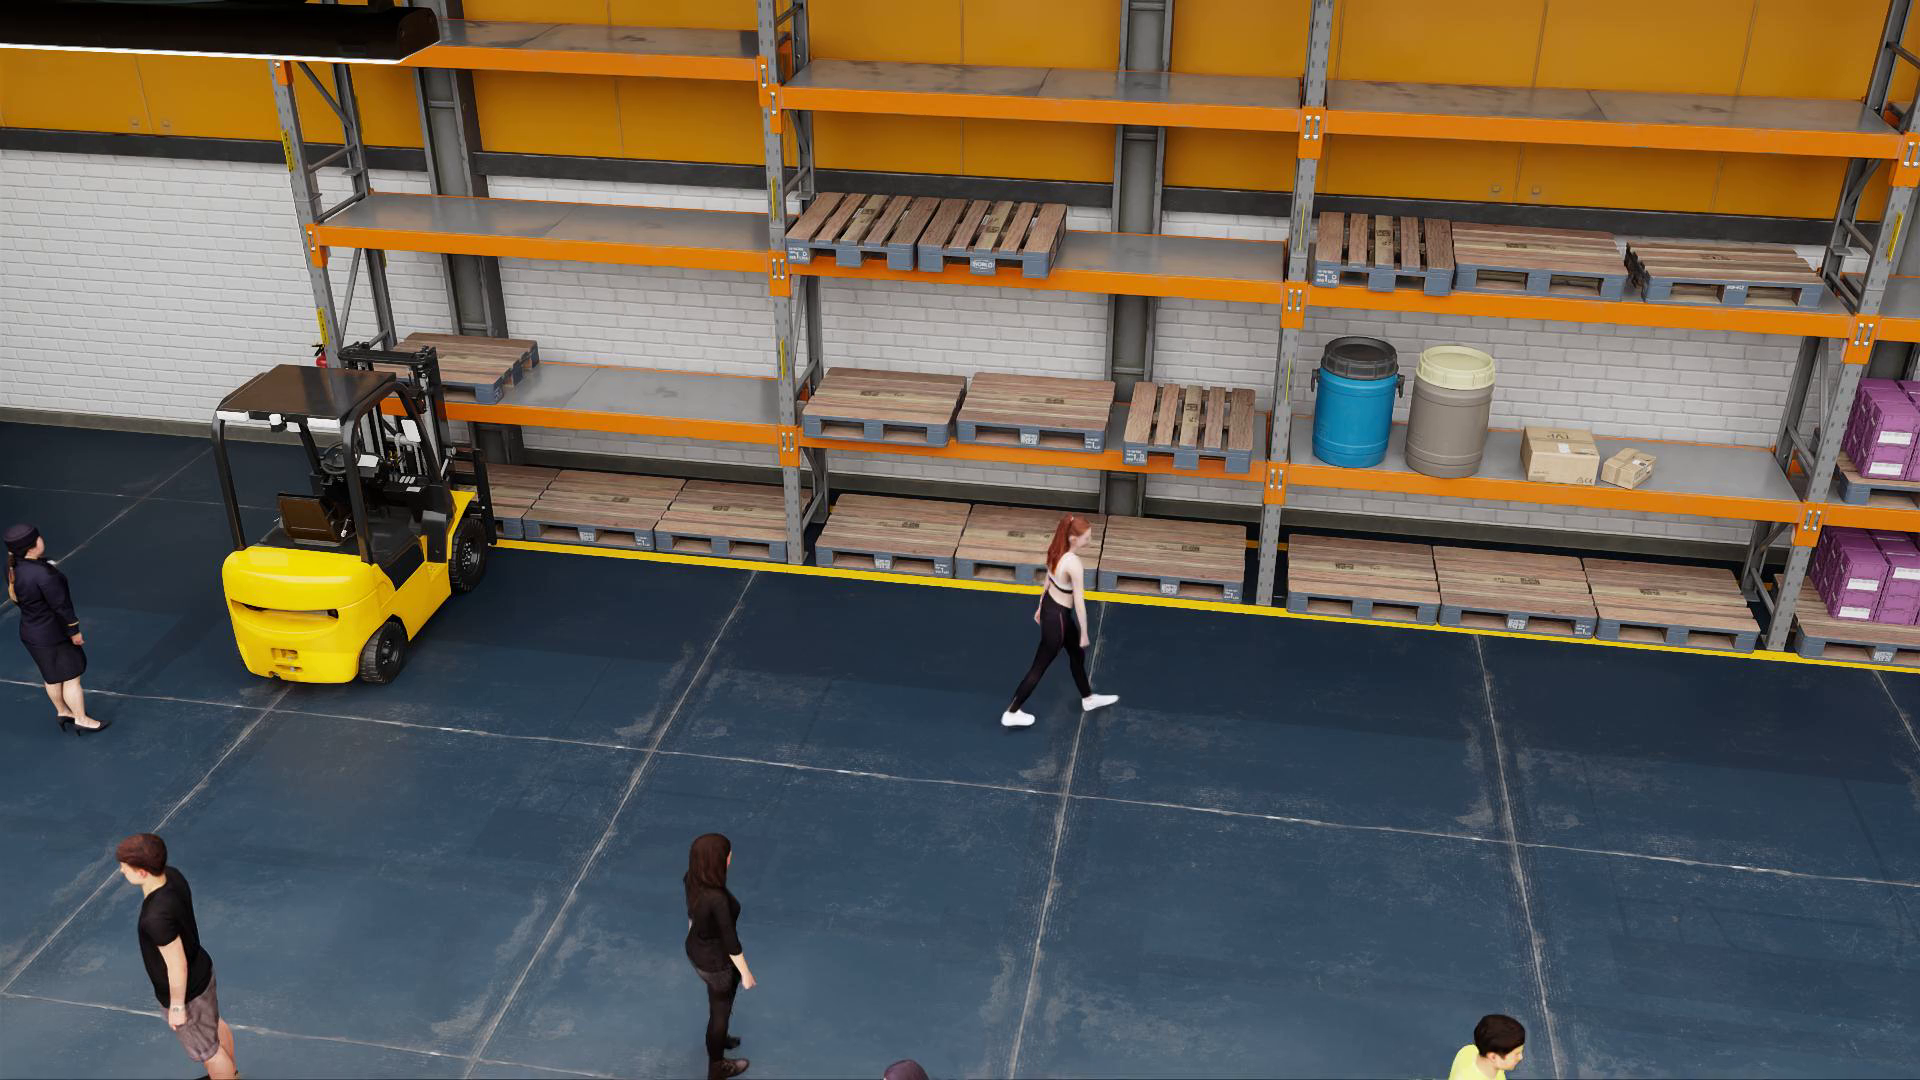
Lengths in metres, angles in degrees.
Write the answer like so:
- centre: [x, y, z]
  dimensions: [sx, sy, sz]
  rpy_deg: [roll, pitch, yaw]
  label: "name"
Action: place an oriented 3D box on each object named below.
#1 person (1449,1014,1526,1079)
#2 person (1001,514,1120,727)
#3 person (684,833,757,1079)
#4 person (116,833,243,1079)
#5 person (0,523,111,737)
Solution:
- centre: [2.268, 2.849, 7.791]
  dimensions: [0.974, 1.677, 0.652]
  rpy_deg: [6, 29, 11]
  label: "person"
- centre: [0.599, 0.612, 11.862]
  dimensions: [1.209, 1.706, 0.929]
  rpy_deg: [-10, 30, -18]
  label: "person"
- centre: [-1.381, 2.268, 8.902]
  dimensions: [0.771, 1.632, 0.704]
  rpy_deg: [-20, 34, -32]
  label: "person"
- centre: [-4.028, 2.280, 8.641]
  dimensions: [0.762, 1.861, 0.770]
  rpy_deg: [-10, 30, -18]
  label: "person"
- centre: [-6.469, 0.652, 11.825]
  dimensions: [0.692, 1.671, 0.836]
  rpy_deg: [15, 32, 26]
  label: "person"
